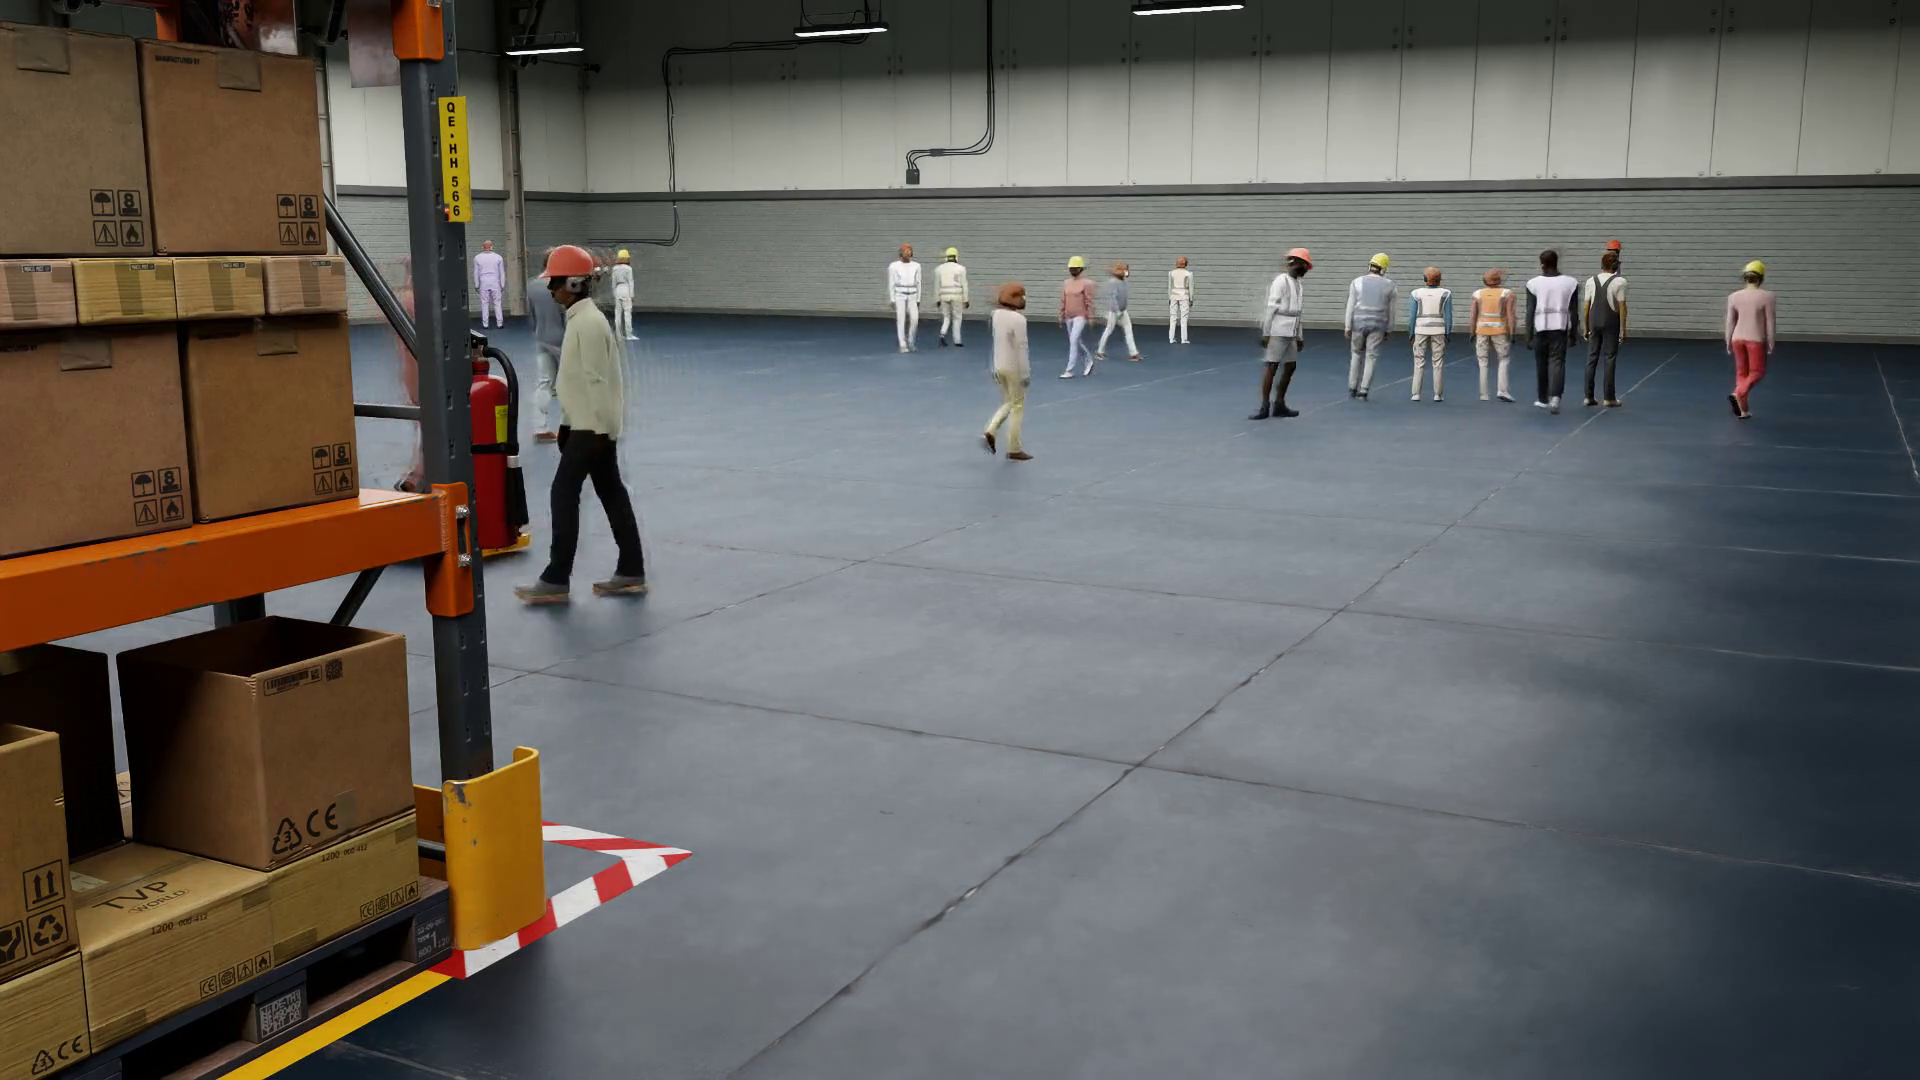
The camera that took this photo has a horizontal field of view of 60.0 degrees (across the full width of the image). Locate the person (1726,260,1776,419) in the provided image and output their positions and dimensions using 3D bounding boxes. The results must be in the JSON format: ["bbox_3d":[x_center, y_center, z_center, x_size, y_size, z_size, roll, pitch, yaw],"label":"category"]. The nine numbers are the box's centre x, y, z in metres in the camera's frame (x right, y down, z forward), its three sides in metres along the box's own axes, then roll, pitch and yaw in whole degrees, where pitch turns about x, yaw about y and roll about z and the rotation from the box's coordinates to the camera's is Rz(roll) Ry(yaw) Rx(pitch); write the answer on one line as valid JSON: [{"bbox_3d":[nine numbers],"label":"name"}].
[{"bbox_3d":[8.618,-2.182,18.219,0.599,1.748,0.539,-7,13,-35],"label":"person"}]

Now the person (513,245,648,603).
[{"bbox_3d":[-2.163,-0.636,9.226,0.875,1.955,0.648,-3,11,-14],"label":"person"}]

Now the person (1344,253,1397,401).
[{"bbox_3d":[5.071,-2.630,20.557,0.608,1.796,0.796,3,11,15],"label":"person"}]

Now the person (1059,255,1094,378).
[{"bbox_3d":[1.695,-3.198,23.791,0.527,1.736,0.837,10,14,43],"label":"person"}]

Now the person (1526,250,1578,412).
[{"bbox_3d":[6.844,-2.422,19.263,0.604,1.865,1.010,3,11,15],"label":"person"}]

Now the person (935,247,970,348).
[{"bbox_3d":[-0.130,-4.347,29.875,0.619,1.809,0.456,5,12,26],"label":"person"}]

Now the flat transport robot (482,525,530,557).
[{"bbox_3d":[-3.540,-0.055,10.671,1.431,0.197,0.652,5,11,25],"label":"flat transport robot"}]

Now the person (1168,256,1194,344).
[{"bbox_3d":[4.126,-4.483,31.117,0.509,1.629,0.316,5,12,27],"label":"person"}]

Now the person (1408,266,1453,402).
[{"bbox_3d":[5.726,-2.501,20.266,0.521,1.644,0.307,3,11,15],"label":"person"}]

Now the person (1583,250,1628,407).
[{"bbox_3d":[7.639,-2.499,19.704,0.328,1.844,0.511,-10,14,-42],"label":"person"}]

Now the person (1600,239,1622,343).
[{"bbox_3d":[12.227,-4.661,31.227,0.345,1.942,0.551,-1,10,-7],"label":"person"}]

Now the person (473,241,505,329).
[{"bbox_3d":[-10.180,-5.519,36.016,0.643,1.905,0.399,-2,11,-10],"label":"person"}]

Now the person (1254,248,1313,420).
[{"bbox_3d":[3.547,-2.263,18.338,0.397,1.893,0.730,10,14,42],"label":"person"}]

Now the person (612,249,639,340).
[{"bbox_3d":[-6.516,-4.757,32.293,0.487,1.744,0.312,6,12,29],"label":"person"}]

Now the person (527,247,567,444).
[{"bbox_3d":[-3.914,-1.914,16.346,0.654,1.901,0.837,6,12,29],"label":"person"}]

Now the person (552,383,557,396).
[{"bbox_3d":[-4.996,-2.620,20.943,0.507,1.631,0.265,-1,10,-7],"label":"person"}]

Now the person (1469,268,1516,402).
[{"bbox_3d":[6.495,-2.487,20.263,0.603,1.616,0.402,5,12,25],"label":"person"}]

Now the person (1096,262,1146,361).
[{"bbox_3d":[2.580,-3.695,26.943,0.871,1.589,0.502,9,14,42],"label":"person"}]

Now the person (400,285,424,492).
[{"bbox_3d":[-3.863,-1.144,12.204,0.425,1.881,0.703,-3,11,-17],"label":"person"}]

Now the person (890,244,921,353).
[{"bbox_3d":[-0.934,-4.162,28.690,0.572,1.868,0.430,-3,11,-17],"label":"person"}]

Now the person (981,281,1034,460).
[{"bbox_3d":[0.449,-1.512,14.933,0.402,1.620,0.525,-6,12,-31],"label":"person"}]
